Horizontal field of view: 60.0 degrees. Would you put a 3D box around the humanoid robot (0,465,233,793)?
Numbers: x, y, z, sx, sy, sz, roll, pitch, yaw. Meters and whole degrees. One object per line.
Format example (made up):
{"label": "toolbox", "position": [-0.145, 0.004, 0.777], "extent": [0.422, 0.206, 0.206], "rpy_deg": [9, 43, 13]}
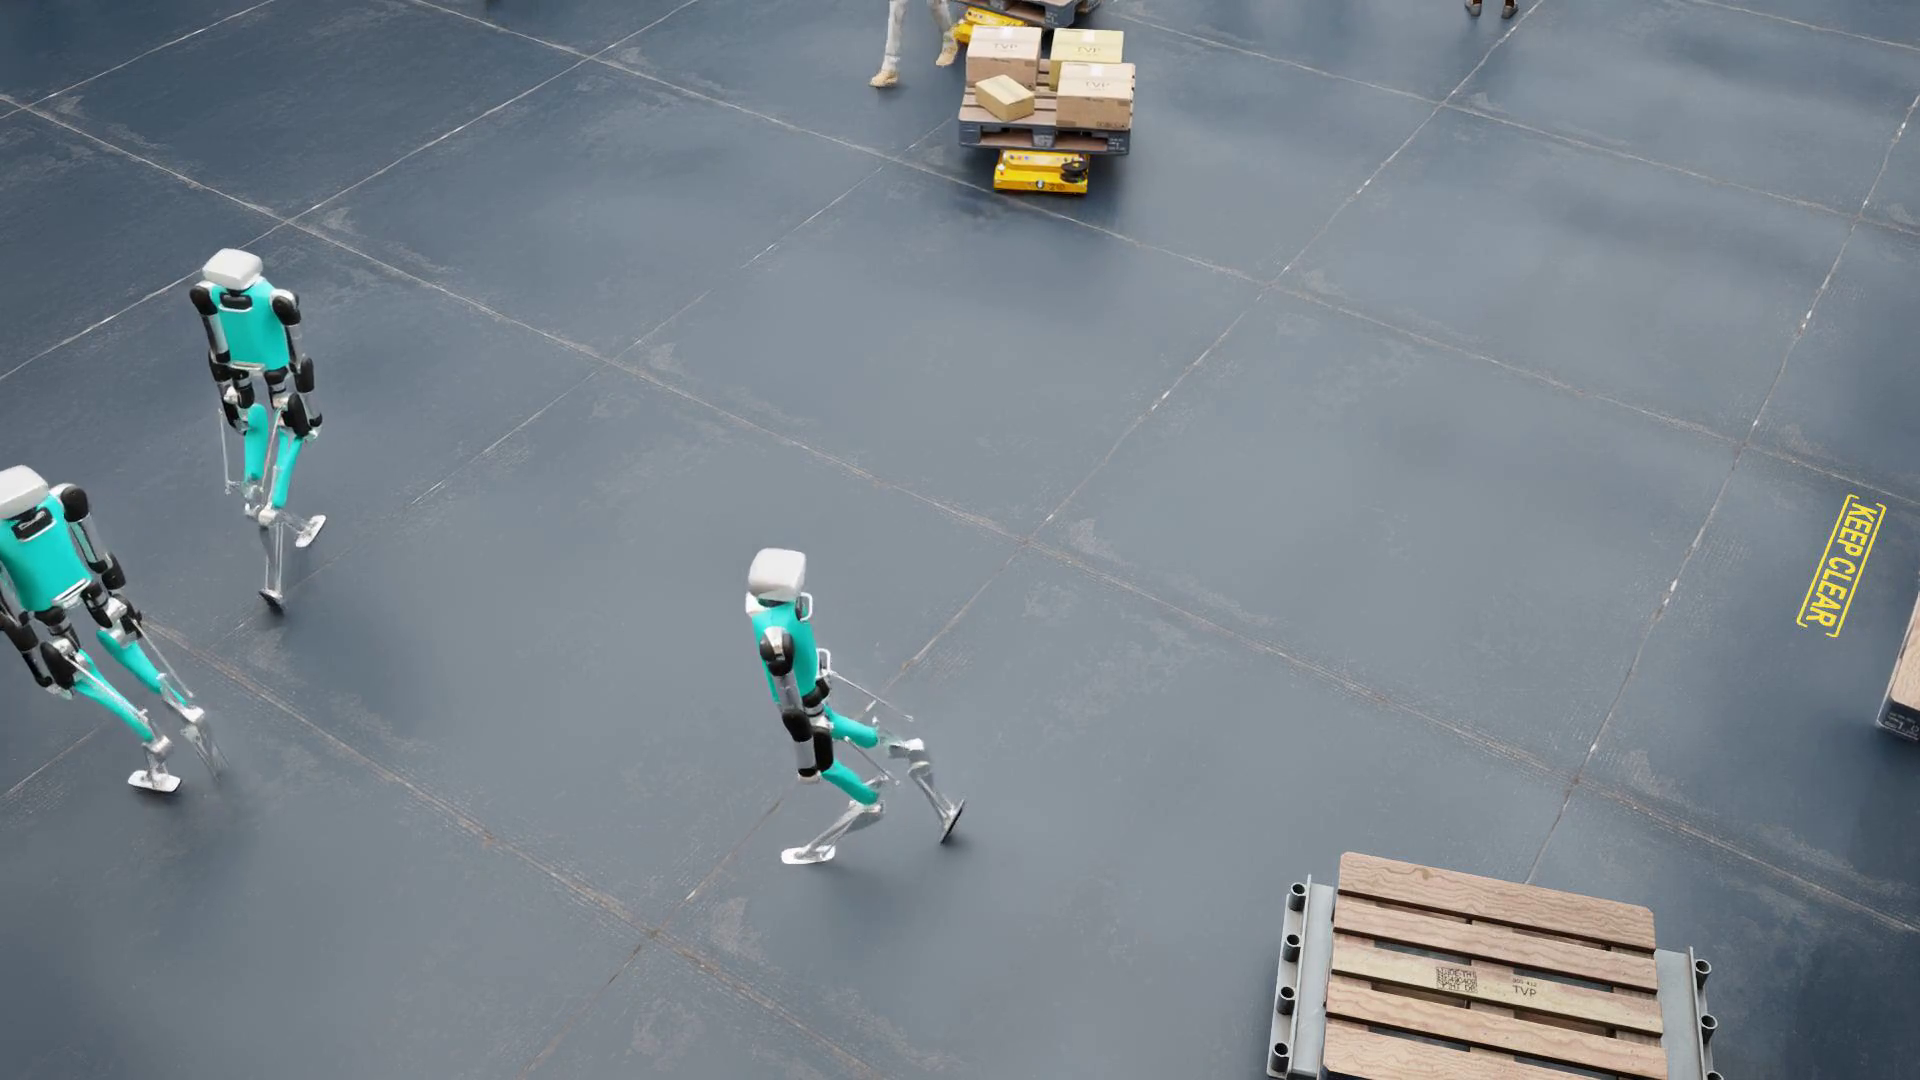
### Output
{"label": "humanoid robot", "position": [-3.603, 0.545, 7.147], "extent": [0.746, 1.888, 0.548], "rpy_deg": [21, 46, 22]}

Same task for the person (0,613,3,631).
{"label": "person", "position": [-5.112, -0.223, 7.824], "extent": [0.585, 1.885, 0.642], "rpy_deg": [1, 42, 1]}

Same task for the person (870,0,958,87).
{"label": "person", "position": [-0.332, -4.372, 12.519], "extent": [0.472, 1.830, 0.896], "rpy_deg": [23, 47, 24]}

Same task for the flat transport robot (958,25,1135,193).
{"label": "flat transport robot", "position": [0.636, -2.969, 12.102], "extent": [0.659, 0.231, 1.431], "rpy_deg": [4, 42, 5]}

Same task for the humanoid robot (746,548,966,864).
{"label": "humanoid robot", "position": [-0.337, 0.737, 6.867], "extent": [0.974, 1.758, 0.546], "rpy_deg": [-3, 42, -3]}

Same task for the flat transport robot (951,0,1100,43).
{"label": "flat transport robot", "position": [0.563, -4.401, 13.704], "extent": [0.659, 0.231, 1.431], "rpy_deg": [24, 47, 24]}

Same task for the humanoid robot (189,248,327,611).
{"label": "humanoid robot", "position": [-3.520, -0.459, 8.214], "extent": [0.544, 1.789, 0.934], "rpy_deg": [6, 42, 7]}

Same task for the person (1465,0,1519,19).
{"label": "person", "position": [4.416, -5.116, 13.256], "extent": [0.552, 1.934, 0.431], "rpy_deg": [9, 43, 10]}
